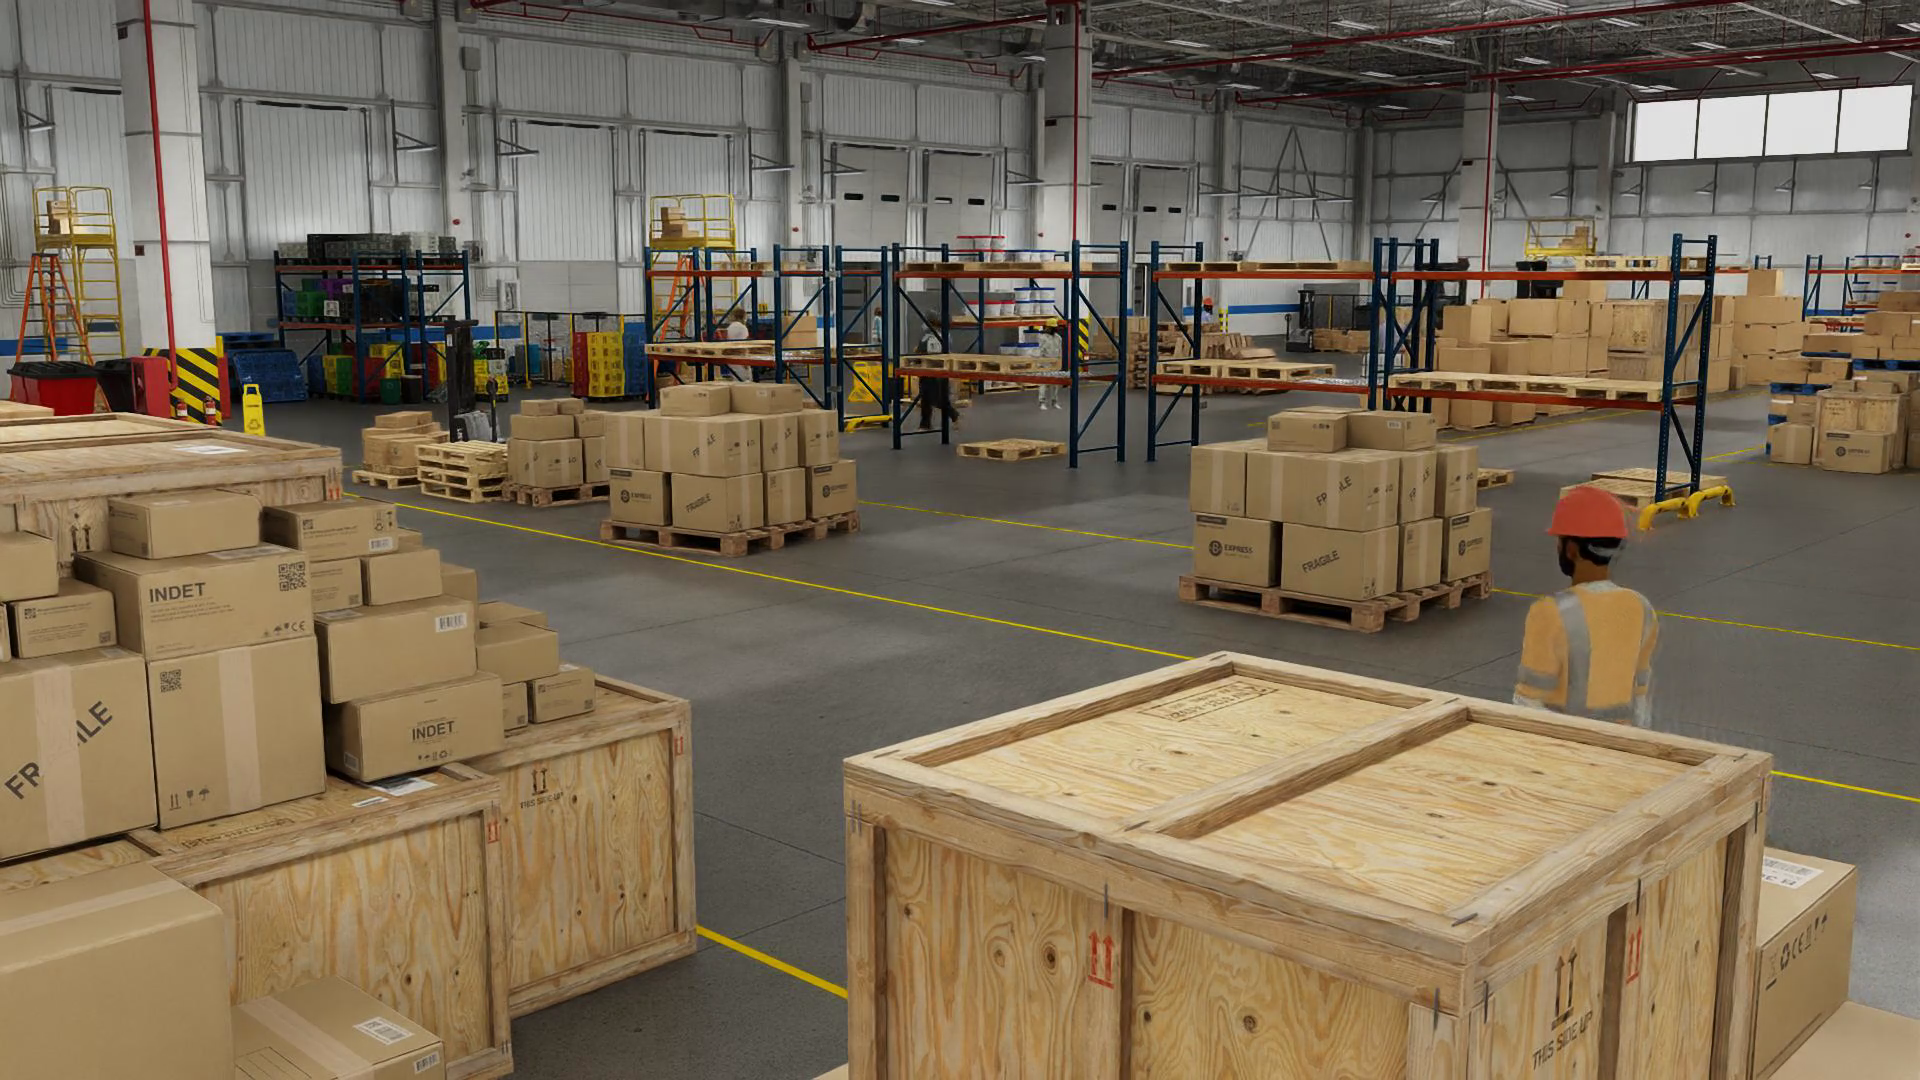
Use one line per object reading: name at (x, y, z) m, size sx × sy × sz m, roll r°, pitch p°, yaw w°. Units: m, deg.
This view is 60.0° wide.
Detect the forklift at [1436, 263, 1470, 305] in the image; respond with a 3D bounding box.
forklift at (13.505, -6.247, 45.844) m, size 1.873 × 2.768 × 1.129 m, roll -8°, pitch 12°, yaw -41°

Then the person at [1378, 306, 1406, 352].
person at (8.696, -3.755, 33.512) m, size 0.620 × 1.911 × 0.419 m, roll 4°, pitch 10°, yaw 25°

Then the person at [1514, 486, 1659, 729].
person at (2.155, 0.777, 5.716) m, size 0.556 × 1.920 × 0.735 m, roll -5°, pitch 11°, yaw -29°

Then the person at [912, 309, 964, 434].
person at (-0.394, -2.697, 26.649) m, size 0.753 × 2.000 × 0.680 m, roll -3°, pitch 10°, yaw -19°

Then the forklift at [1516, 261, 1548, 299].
forklift at (12.925, -4.937, 37.812) m, size 1.873 × 2.768 × 1.129 m, roll 9°, pitch 13°, yaw 43°

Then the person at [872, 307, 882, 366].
person at (-2.196, -5.397, 44.464) m, size 0.313 × 1.633 × 0.517 m, roll -1°, pitch 9°, yaw -5°

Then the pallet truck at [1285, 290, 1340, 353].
pallet truck at (11.297, -6.951, 52.861) m, size 1.885 × 1.965 × 0.823 m, roll -5°, pitch 11°, yaw -29°

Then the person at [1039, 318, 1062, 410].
person at (1.724, -3.325, 31.445) m, size 0.488 × 1.736 × 0.321 m, roll -5°, pitch 10°, yaw -27°

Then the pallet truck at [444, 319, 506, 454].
pallet truck at (-6.981, -1.942, 22.150) m, size 1.885 × 1.965 × 0.823 m, roll 1°, pitch 9°, yaw 9°

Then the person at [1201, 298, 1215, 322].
person at (6.156, -5.053, 41.410) m, size 0.375 × 1.935 × 0.551 m, roll 4°, pitch 10°, yaw 21°

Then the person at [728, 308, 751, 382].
person at (-4.078, -3.356, 31.028) m, size 0.423 × 1.935 × 0.650 m, roll -6°, pitch 11°, yaw -33°
